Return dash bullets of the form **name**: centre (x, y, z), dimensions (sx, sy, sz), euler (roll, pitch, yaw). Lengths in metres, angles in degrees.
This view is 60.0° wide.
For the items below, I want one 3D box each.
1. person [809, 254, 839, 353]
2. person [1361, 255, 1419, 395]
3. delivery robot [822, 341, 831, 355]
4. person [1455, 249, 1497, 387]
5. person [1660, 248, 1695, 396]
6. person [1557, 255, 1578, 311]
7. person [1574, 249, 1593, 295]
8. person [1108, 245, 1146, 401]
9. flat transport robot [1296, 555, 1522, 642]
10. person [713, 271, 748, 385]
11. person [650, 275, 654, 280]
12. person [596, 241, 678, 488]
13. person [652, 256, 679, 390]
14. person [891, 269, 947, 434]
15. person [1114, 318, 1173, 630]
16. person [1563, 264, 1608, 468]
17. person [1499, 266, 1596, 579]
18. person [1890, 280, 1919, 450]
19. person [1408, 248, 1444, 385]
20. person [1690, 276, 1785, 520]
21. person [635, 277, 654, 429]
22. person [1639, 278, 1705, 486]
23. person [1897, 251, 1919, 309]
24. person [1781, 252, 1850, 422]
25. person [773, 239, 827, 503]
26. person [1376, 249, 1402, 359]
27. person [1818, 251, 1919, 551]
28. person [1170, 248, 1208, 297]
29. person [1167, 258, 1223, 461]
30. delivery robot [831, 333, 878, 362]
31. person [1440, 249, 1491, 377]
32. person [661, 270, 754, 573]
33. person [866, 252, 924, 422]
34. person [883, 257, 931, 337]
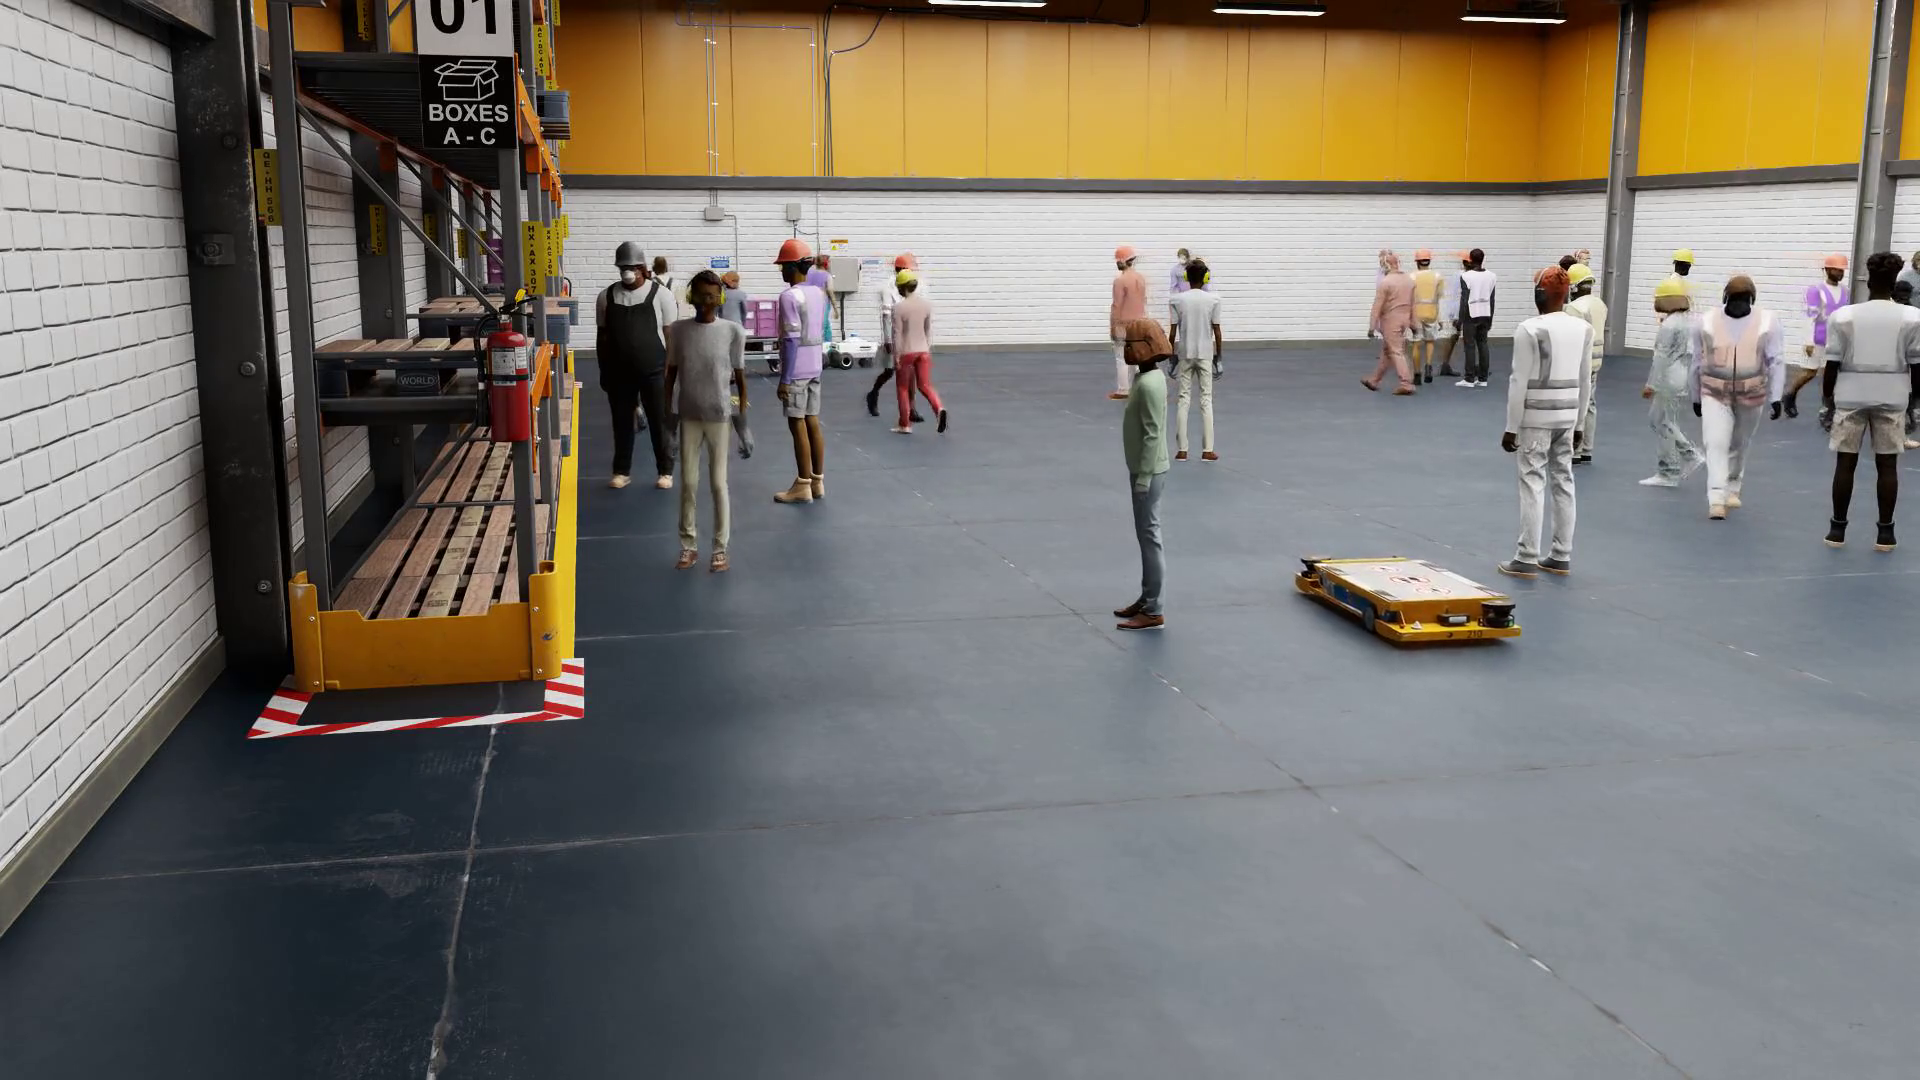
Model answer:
- **person**: centre (-2.309, -3.907, 28.038), dimensions (0.945, 1.799, 0.582), euler (-8, 13, -36)
- **person**: centre (5.707, -2.859, 22.133), dimensions (0.676, 1.828, 1.066), euler (-7, 13, -36)
- **delivery robot**: centre (-2.412, -3.026, 26.329), dimensions (0.707, 0.478, 0.477), euler (0, 10, 2)
- **person**: centre (7.196, -3.091, 23.177), dimensions (0.597, 1.915, 0.371), euler (-4, 11, -23)
- **person**: centre (9.415, -2.862, 21.876), dimensions (0.373, 1.927, 0.585), euler (3, 11, 14)
- **person**: centre (6.994, -2.355, 19.250), dimensions (0.508, 1.865, 0.329), euler (2, 11, 13)
- **person**: centre (9.208, -3.372, 24.788), dimensions (0.640, 1.902, 0.402), euler (-8, 13, -37)
- **person**: centre (2.125, -2.733, 21.022), dimensions (0.480, 1.974, 0.635), euler (9, 14, 41)
- **flat transport robot**: centre (2.385, 0.292, 8.991), dimensions (0.652, 0.197, 1.431), euler (-2, 10, -10)
- **person**: centre (-3.240, -2.968, 23.370), dimensions (0.529, 1.599, 0.375), euler (-1, 10, -3)
- **person**: centre (-3.898, -2.513, 20.783), dimensions (0.540, 1.621, 0.490), euler (-5, 11, -24)
- **person**: centre (-2.662, -1.428, 13.616), dimensions (0.680, 2.000, 0.535), euler (1, 10, 4)
- **person**: centre (-4.140, -2.972, 22.801), dimensions (0.532, 1.812, 0.820), euler (-7, 13, -36)
- **person**: centre (-0.449, -1.946, 17.333), dimensions (0.532, 1.740, 0.710), euler (-8, 13, -36)
- **person**: centre (0.965, -0.346, 8.752), dimensions (0.277, 1.633, 0.507), euler (1, 10, 4)
- **person**: centre (5.547, -1.558, 14.944), dimensions (0.592, 1.822, 0.404), euler (-10, 14, -43)
- **person**: centre (3.552, -0.704, 10.055), dimensions (0.573, 1.881, 0.339), euler (-4, 11, -23)
- **person**: centre (9.001, -1.662, 15.966), dimensions (0.646, 1.658, 0.345), euler (-4, 11, -22)
- **person**: centre (6.475, -3.126, 23.341), dimensions (0.571, 1.925, 0.397), euler (1, 10, 4)
- **person**: centre (5.773, -1.072, 12.399), dimensions (0.633, 1.789, 0.996), euler (4, 11, 23)
- **person**: centre (-3.410, -2.023, 17.964), dimensions (0.536, 1.673, 0.776), euler (-2, 10, -9)
- **person**: centre (5.877, -1.289, 13.733), dimensions (0.436, 1.723, 0.480), euler (6, 12, 32)
- **person**: centre (12.553, -2.859, 21.939), dimensions (0.647, 1.896, 0.570), euler (-1, 10, -7)
- **person**: centre (9.675, -2.270, 18.668), dimensions (0.551, 1.915, 0.880), euler (-2, 10, -11)
- **person**: centre (-1.267, -1.305, 12.930), dimensions (0.378, 2.041, 0.616), euler (4, 11, 20)
- **person**: centre (7.393, -4.045, 28.540), dimensions (0.547, 1.887, 0.672), euler (-3, 11, -16)
- **person**: centre (6.004, -0.911, 10.960), dimensions (0.612, 1.963, 0.361), euler (5, 11, 27)
- **person**: centre (4.149, -4.316, 30.033), dimensions (0.710, 1.894, 0.479), euler (2, 10, 13)
- **person**: centre (2.174, -1.657, 15.356), dimensions (0.518, 1.874, 0.327), euler (3, 11, 15)
- **delivery robot**: centre (-1.674, -3.037, 26.393), dimensions (0.707, 0.478, 0.477), euler (-5, 11, -25)
- **person**: centre (7.591, -3.367, 24.753), dimensions (0.855, 1.891, 0.534), euler (2, 11, 13)
- **person**: centre (-1.561, -0.718, 10.232), dimensions (0.570, 1.858, 0.390), euler (0, 10, -1)
- **person**: centre (-0.732, -2.294, 18.803), dimensions (0.555, 1.908, 0.858), euler (-8, 13, -39)
- **person**: centre (-0.668, -2.805, 21.790), dimensions (0.620, 1.837, 0.951), euler (-3, 11, -16)
